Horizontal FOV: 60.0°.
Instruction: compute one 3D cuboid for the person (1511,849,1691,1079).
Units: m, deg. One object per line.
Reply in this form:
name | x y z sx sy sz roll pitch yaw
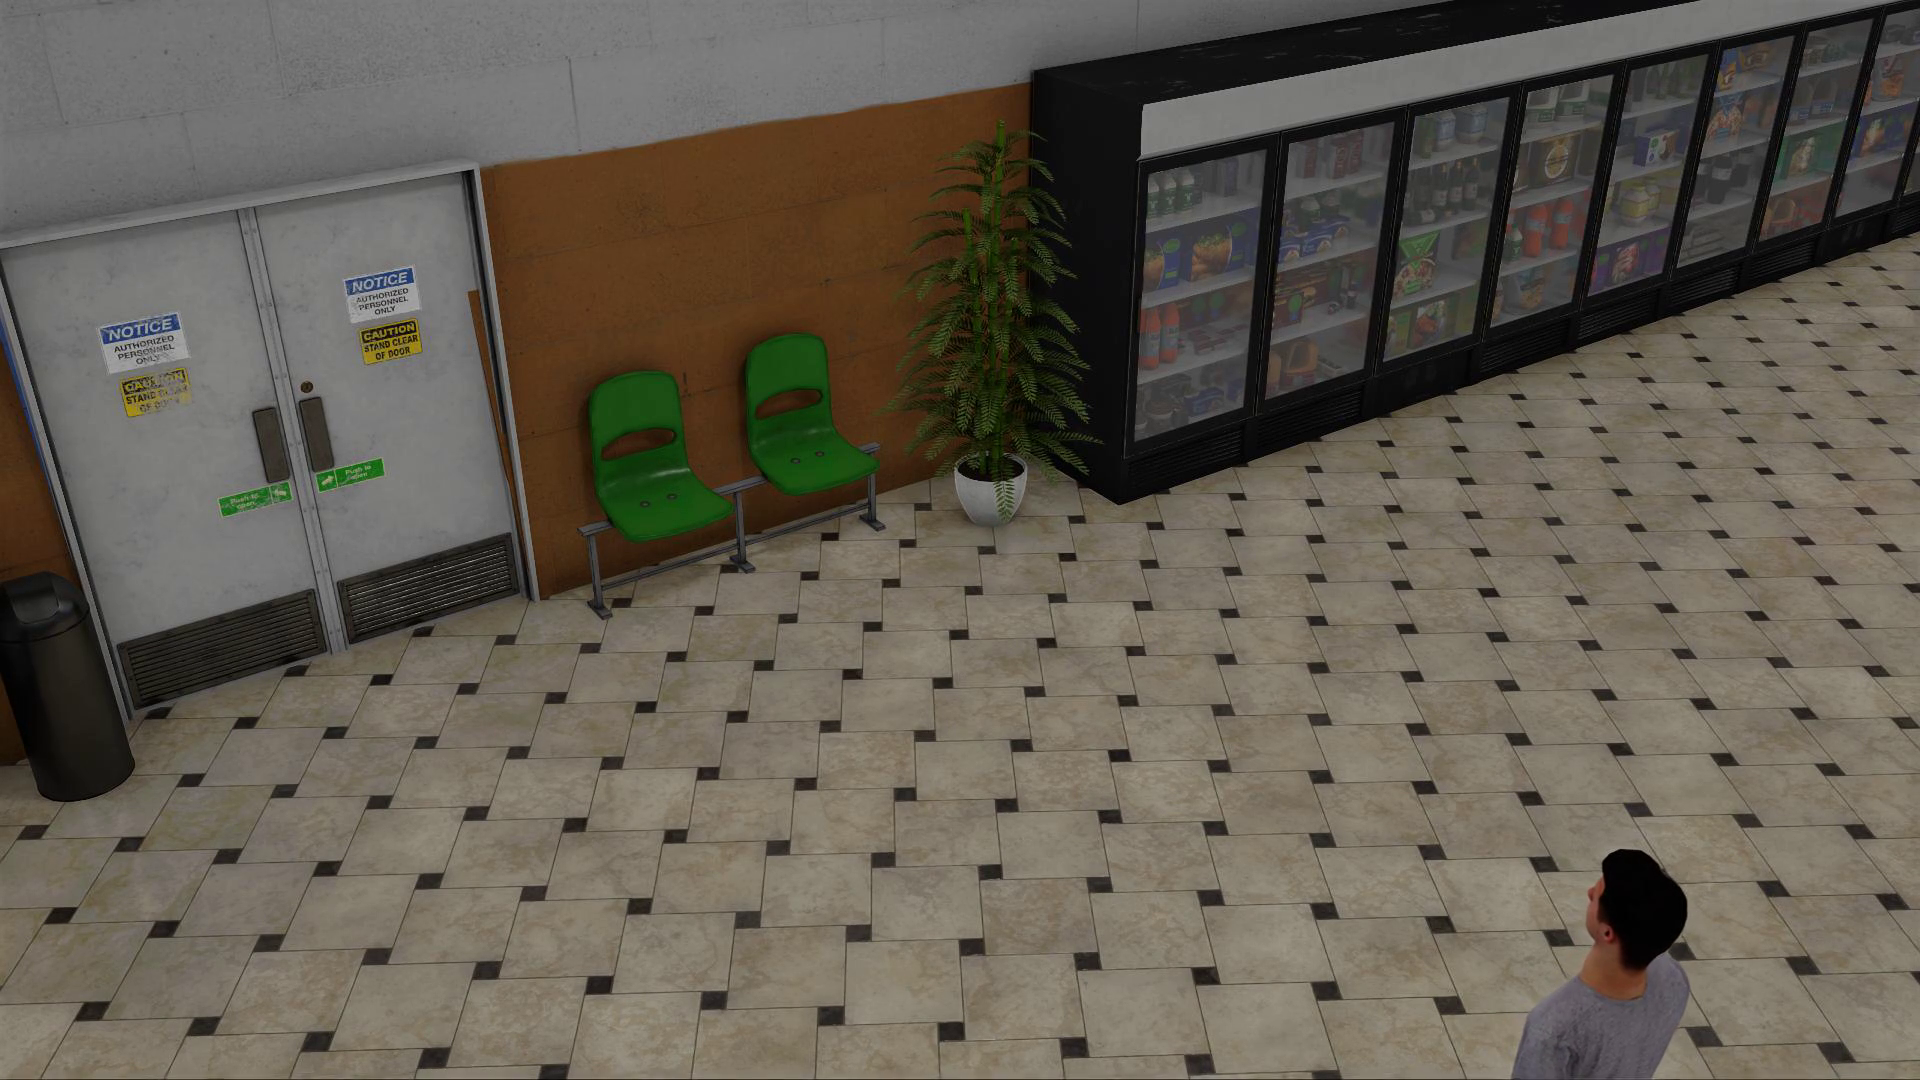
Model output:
person | 1.582 1.579 4.320 0.661 1.889 0.550 -18 33 -29
